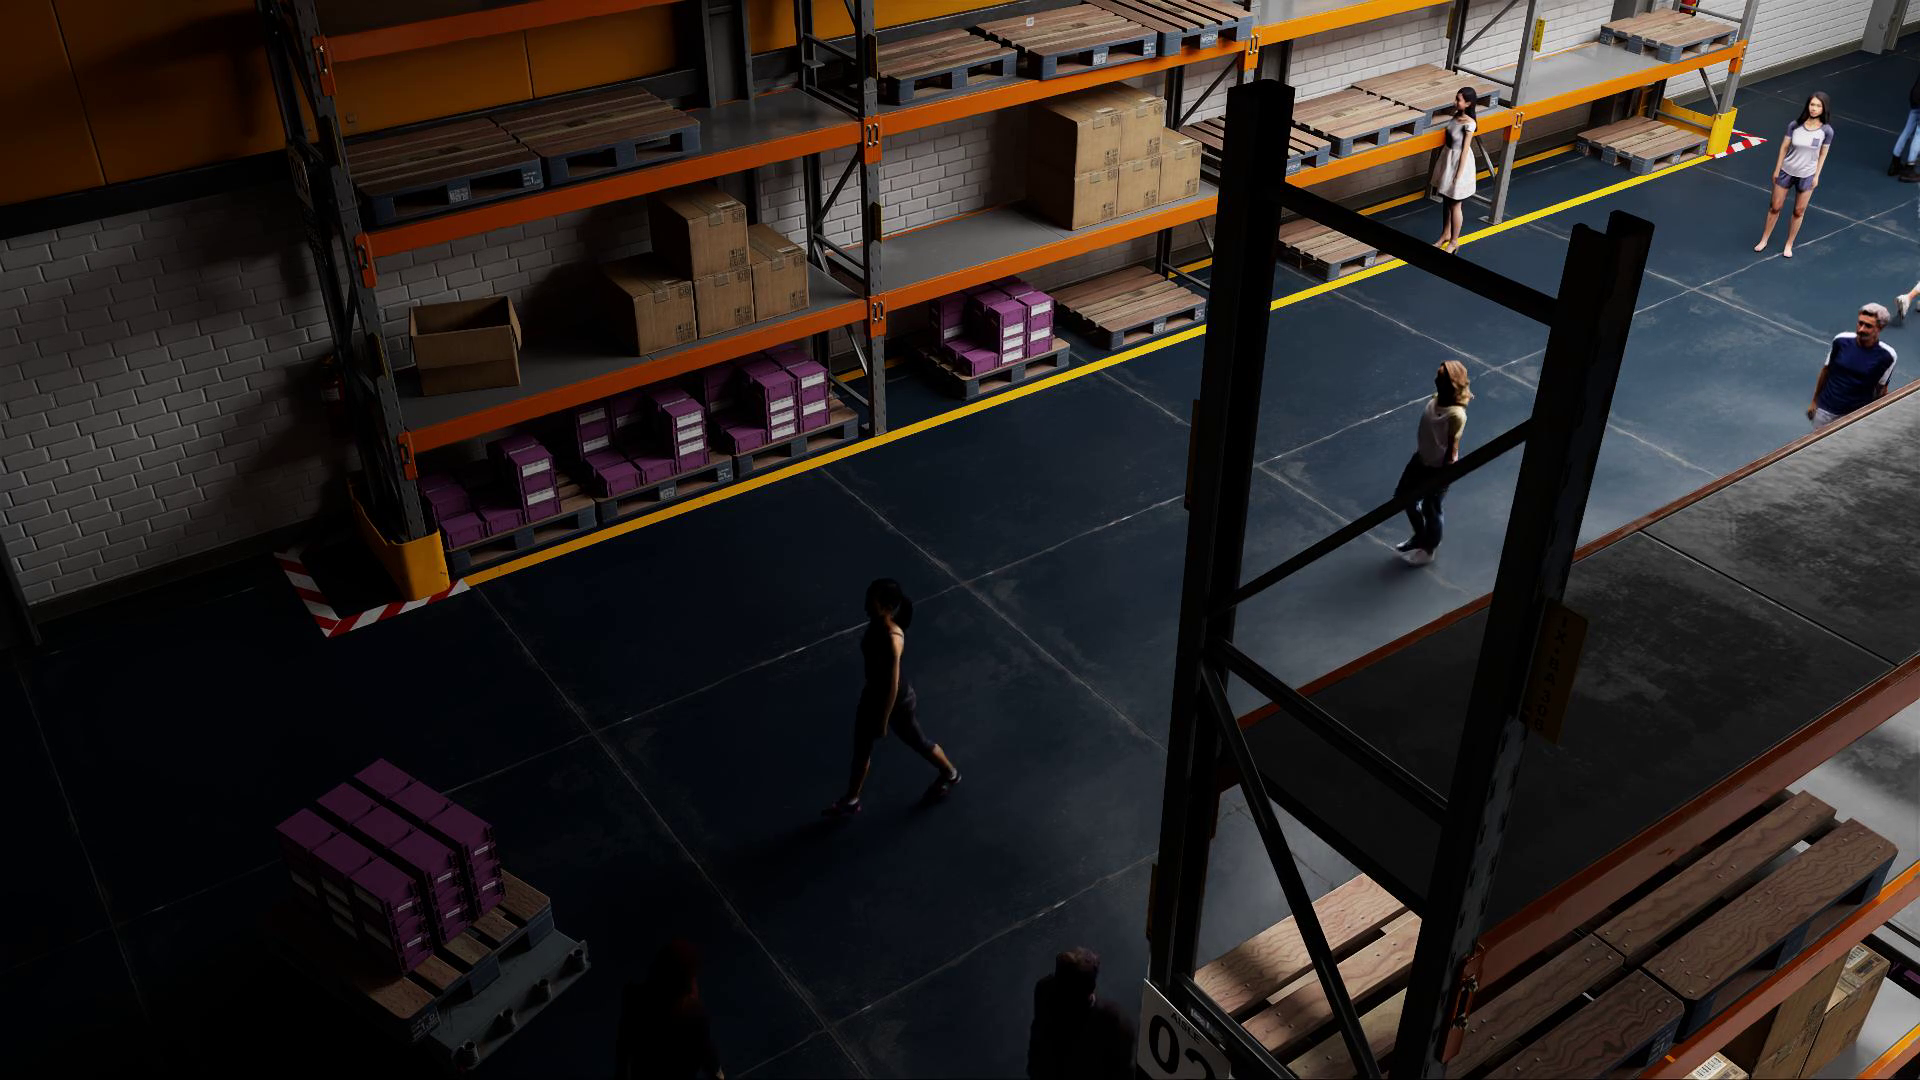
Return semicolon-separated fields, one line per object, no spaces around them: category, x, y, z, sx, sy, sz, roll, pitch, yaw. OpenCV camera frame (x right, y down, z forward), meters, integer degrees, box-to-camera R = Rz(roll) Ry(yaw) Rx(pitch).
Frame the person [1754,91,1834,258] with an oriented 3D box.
person;8.614;-3.769;17.092;0.672;1.706;0.664;18;38;25

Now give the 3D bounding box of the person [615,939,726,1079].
person;-1.407;2.541;7.627;0.763;1.676;0.829;11;35;16

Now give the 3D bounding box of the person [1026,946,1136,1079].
person;0.572;2.488;7.573;0.885;1.824;1.016;24;41;32

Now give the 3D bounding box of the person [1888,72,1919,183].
person;10.904;-4.918;18.831;0.672;1.695;0.646;-4;34;-6

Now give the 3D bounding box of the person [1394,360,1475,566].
person;3.583;-0.549;12.241;0.741;1.714;0.721;-8;34;-11

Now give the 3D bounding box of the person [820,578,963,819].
person;-0.324;0.961;10.002;1.201;1.679;0.787;-13;36;-18

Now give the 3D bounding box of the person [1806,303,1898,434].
person;6.866;-1.028;12.859;0.742;1.829;0.659;-25;41;-32

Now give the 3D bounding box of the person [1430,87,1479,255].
person;5.074;-3.777;17.048;0.797;1.769;0.775;-3;34;-5
